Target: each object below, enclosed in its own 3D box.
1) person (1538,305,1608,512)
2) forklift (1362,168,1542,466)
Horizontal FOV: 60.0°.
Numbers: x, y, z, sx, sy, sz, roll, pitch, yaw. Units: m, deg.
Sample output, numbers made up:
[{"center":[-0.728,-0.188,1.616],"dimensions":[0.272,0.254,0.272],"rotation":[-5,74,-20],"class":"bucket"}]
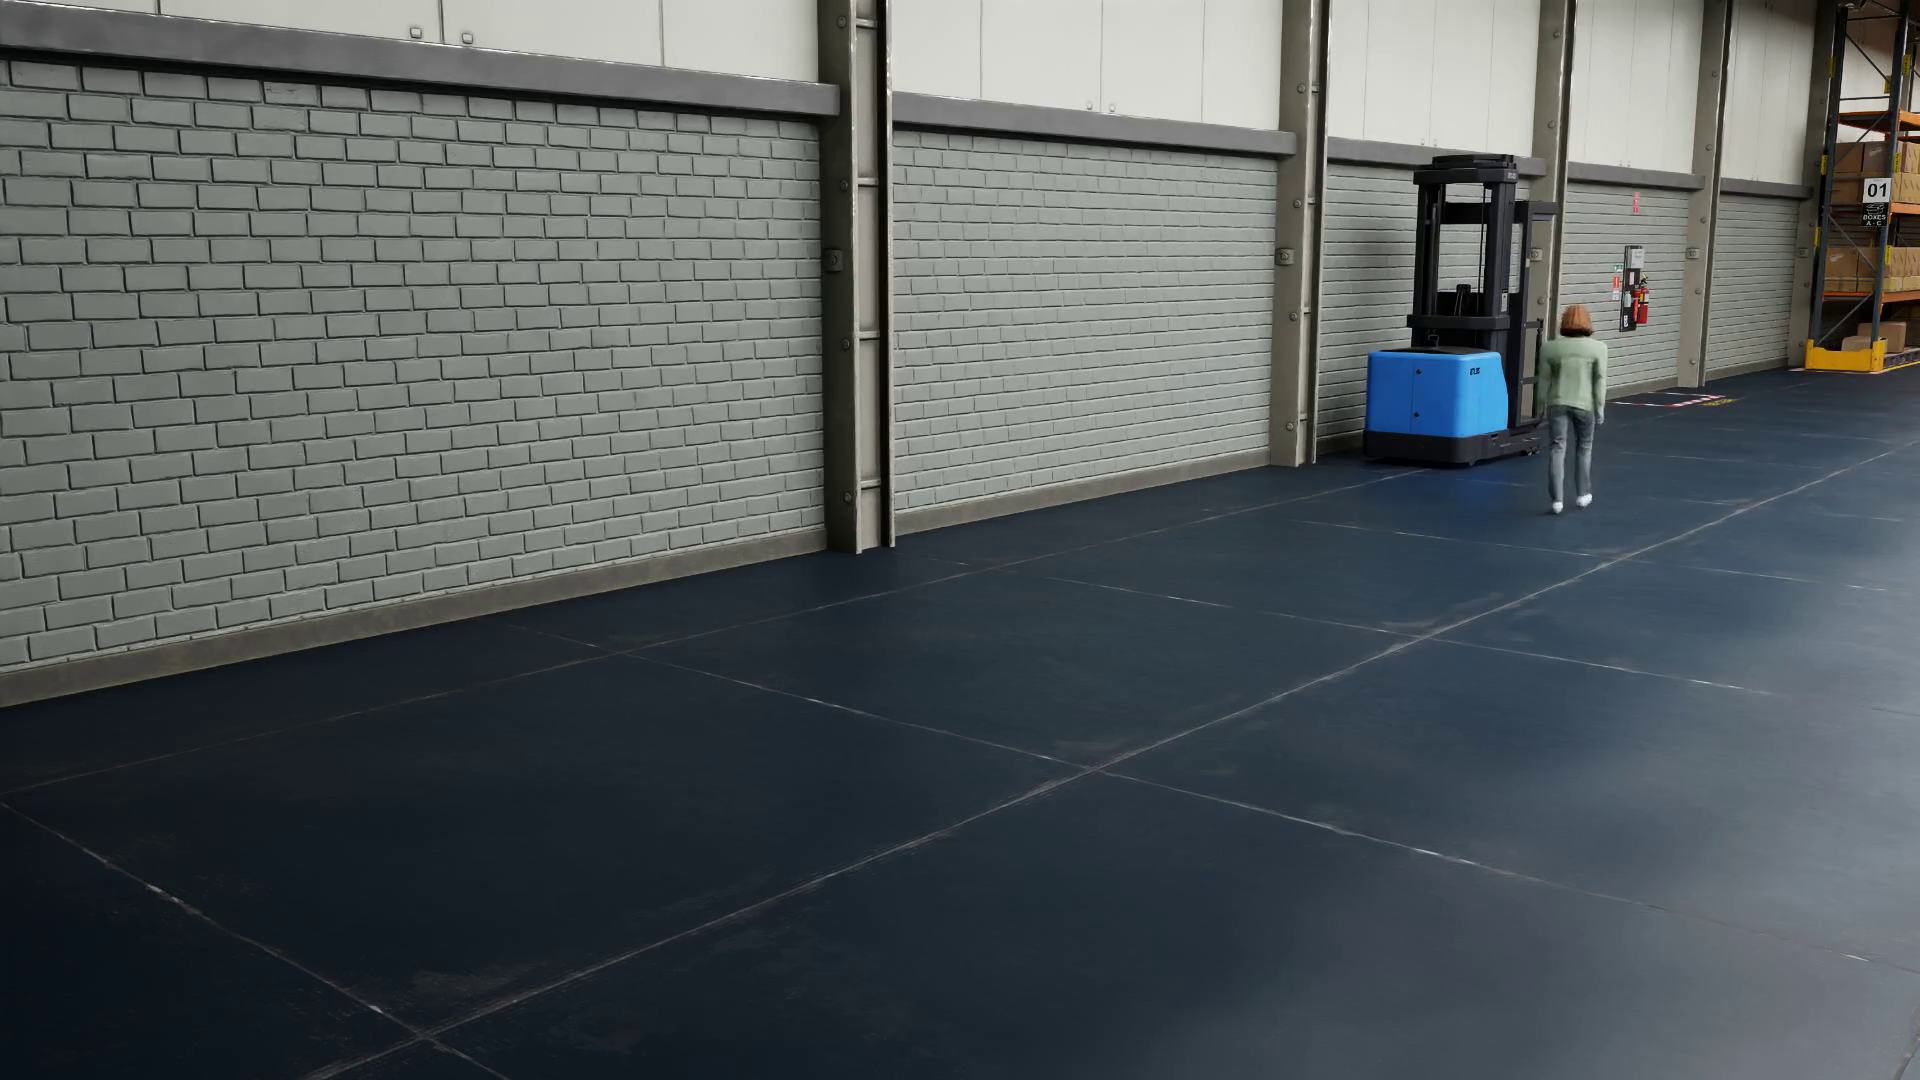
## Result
[{"center":[4.828,-1.040,13.120],"dimensions":[0.520,1.596,0.776],"rotation":[5,11,27],"class":"person"},{"center":[4.875,-2.212,16.287],"dimensions":[1.129,2.768,1.873],"rotation":[8,13,40],"class":"forklift"}]
